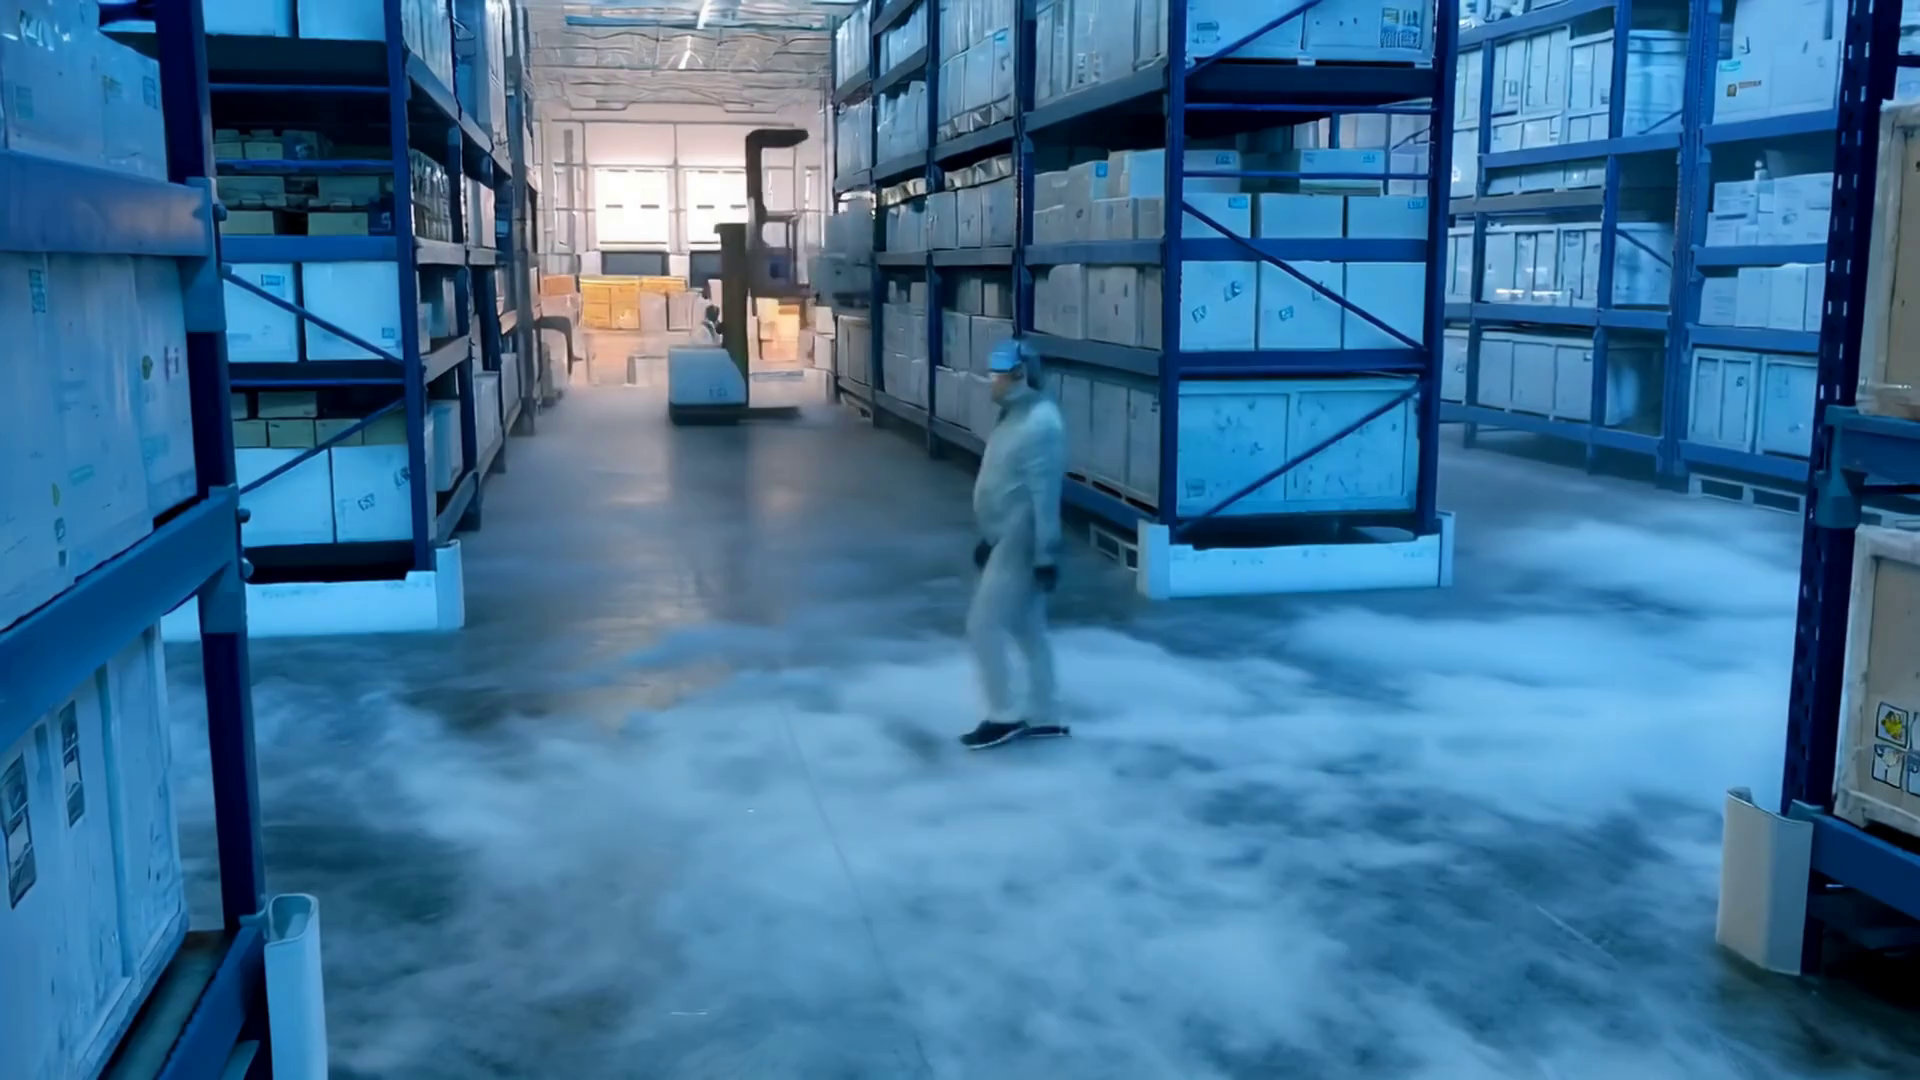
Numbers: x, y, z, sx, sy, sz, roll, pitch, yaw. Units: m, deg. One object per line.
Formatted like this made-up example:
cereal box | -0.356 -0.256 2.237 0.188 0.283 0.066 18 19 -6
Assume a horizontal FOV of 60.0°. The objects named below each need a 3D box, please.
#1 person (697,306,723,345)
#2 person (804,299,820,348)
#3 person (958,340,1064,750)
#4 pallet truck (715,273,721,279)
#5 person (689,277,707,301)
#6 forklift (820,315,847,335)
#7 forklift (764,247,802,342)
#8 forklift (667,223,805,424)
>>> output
person | -3.843 -2.869 26.165 0.819 1.599 0.530 8 12 39
person | -3.991 -6.157 45.301 0.583 1.904 0.908 -5 11 -28
person | 0.186 0.025 7.685 0.663 1.881 0.664 -1 9 -6
pallet truck | -8.580 -8.986 62.280 1.885 1.965 0.823 1 9 5
person | -8.024 -7.134 51.203 0.638 1.932 0.362 -2 10 -12
forklift | -1.634 -4.210 30.485 1.129 2.768 1.873 6 11 32
forklift | -5.328 -7.287 49.237 1.129 2.768 1.873 -2 10 -12
forklift | -3.220 -3.087 23.642 1.873 2.768 1.129 -2 10 -12
